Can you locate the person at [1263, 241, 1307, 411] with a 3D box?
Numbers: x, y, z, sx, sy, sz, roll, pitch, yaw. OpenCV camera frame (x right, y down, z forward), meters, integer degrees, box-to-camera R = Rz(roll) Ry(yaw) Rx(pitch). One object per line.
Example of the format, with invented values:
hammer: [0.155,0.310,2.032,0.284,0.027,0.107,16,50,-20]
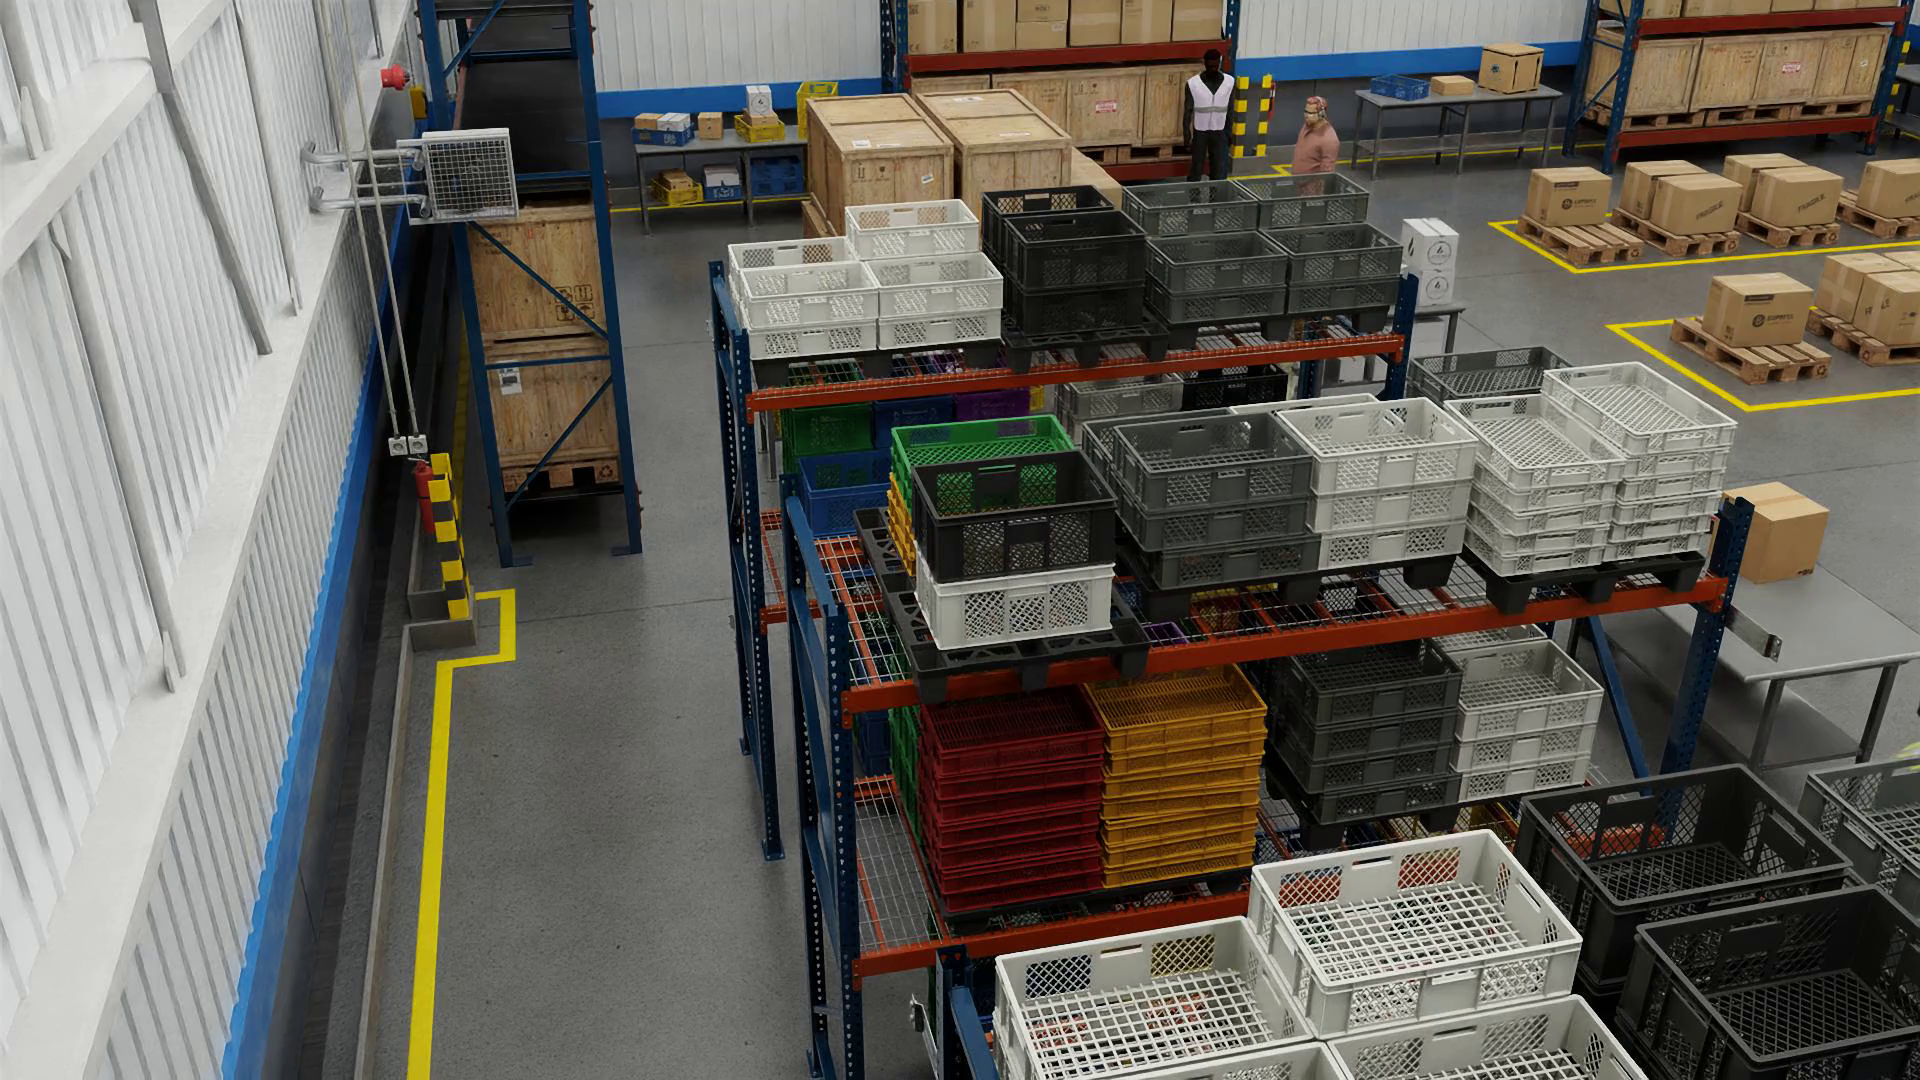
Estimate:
person: [2.614,-1.551,13.266,0.311,1.861,0.532,-8,29,-15]

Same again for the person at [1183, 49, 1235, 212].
person: [2.861,-4.723,19.240,0.601,1.907,0.405,-5,28,-9]

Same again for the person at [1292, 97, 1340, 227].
person: [3.605,-3.619,17.157,0.401,1.900,0.648,-6,28,-11]

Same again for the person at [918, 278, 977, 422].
person: [-0.056,-1.146,12.514,0.624,1.865,0.361,-23,36,-37]
